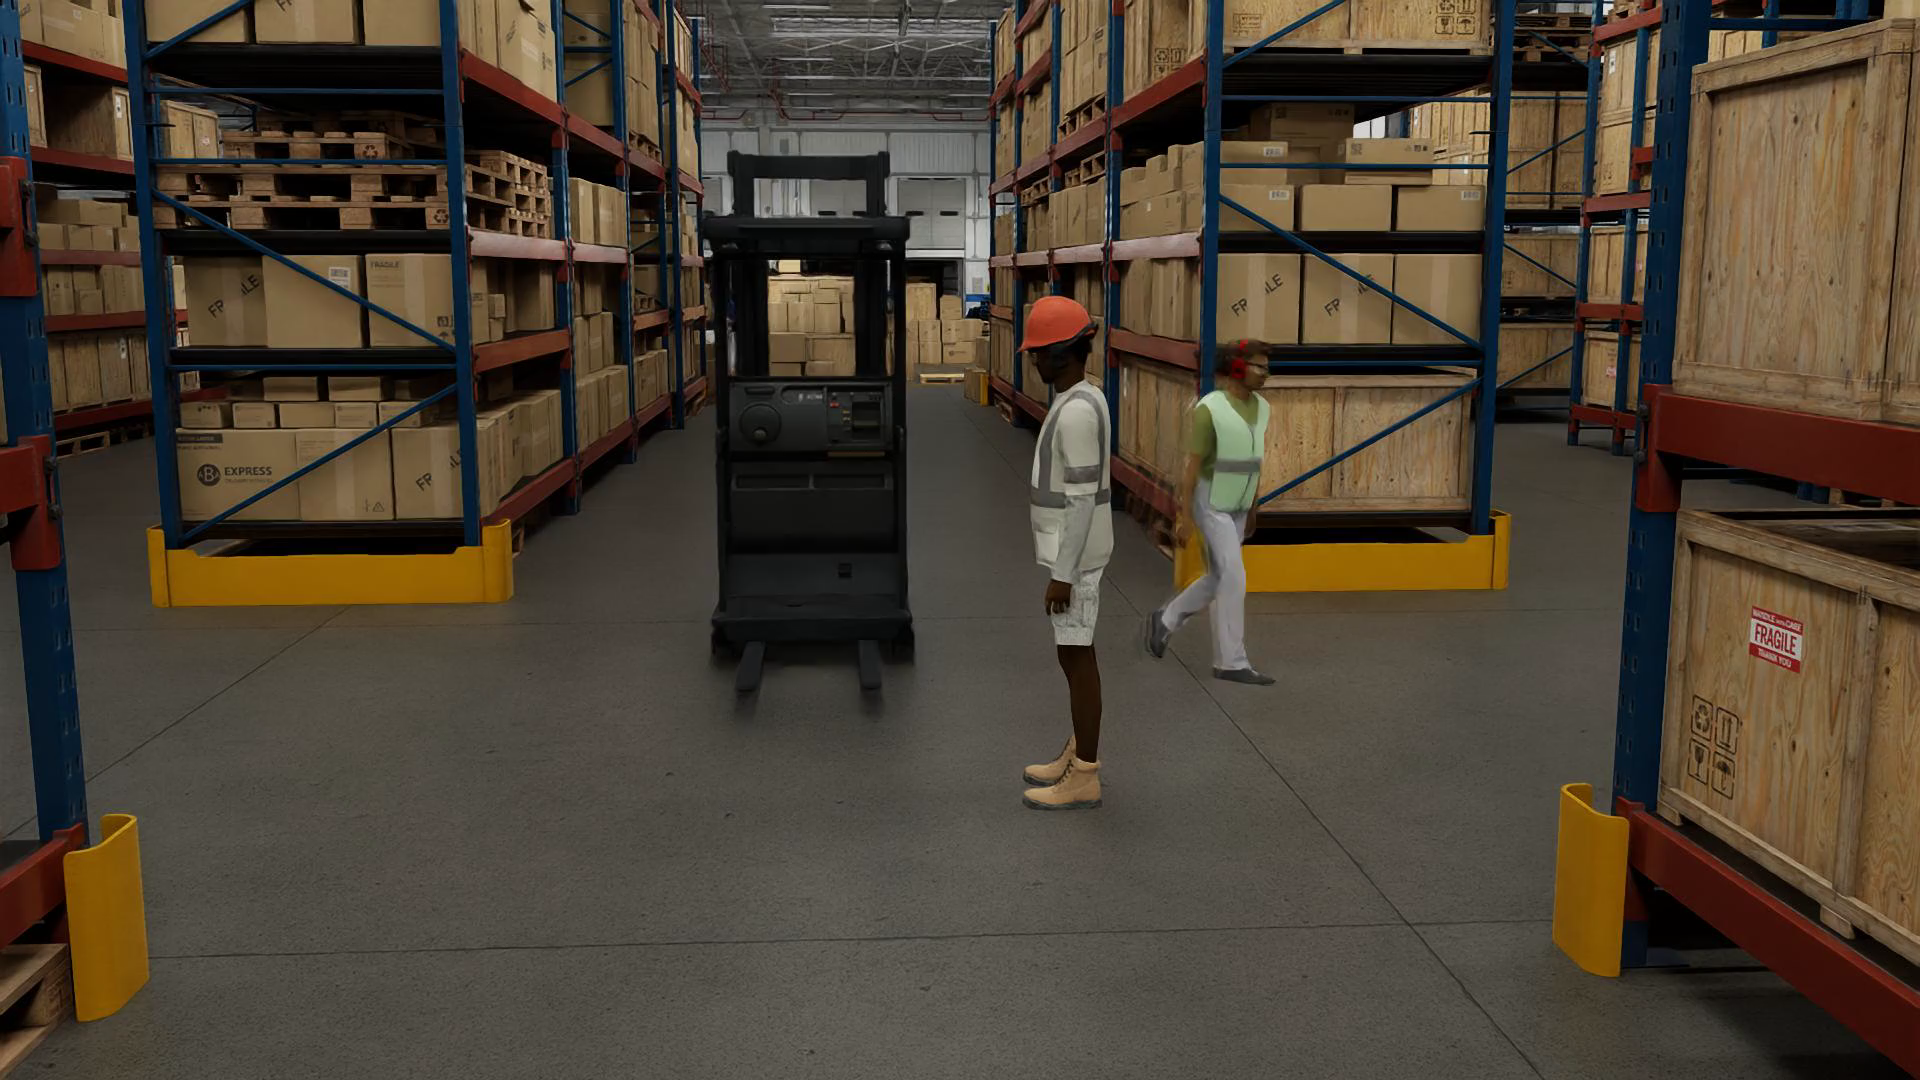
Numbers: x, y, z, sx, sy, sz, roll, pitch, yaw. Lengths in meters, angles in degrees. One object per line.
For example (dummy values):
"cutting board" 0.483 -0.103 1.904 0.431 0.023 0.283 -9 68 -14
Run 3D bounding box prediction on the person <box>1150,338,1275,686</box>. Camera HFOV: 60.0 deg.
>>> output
"person" 1.326 -0.169 8.774 0.785 1.810 0.592 8 12 40

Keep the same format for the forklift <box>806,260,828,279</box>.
"forklift" -4.808 -8.280 56.322 1.873 2.768 1.129 -8 12 -41

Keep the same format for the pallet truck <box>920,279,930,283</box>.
"pallet truck" -0.932 -8.922 63.114 1.885 1.965 0.823 2 9 13

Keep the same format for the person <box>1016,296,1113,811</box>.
"person" 0.412 0.059 6.613 0.392 2.034 0.605 1 9 6

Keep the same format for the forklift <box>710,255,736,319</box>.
"forklift" -8.368 -8.713 59.038 1.129 2.768 1.873 -1 9 -4

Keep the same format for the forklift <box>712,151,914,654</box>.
"forklift" -0.875 -0.884 9.879 1.129 2.768 1.873 -1 9 -4
